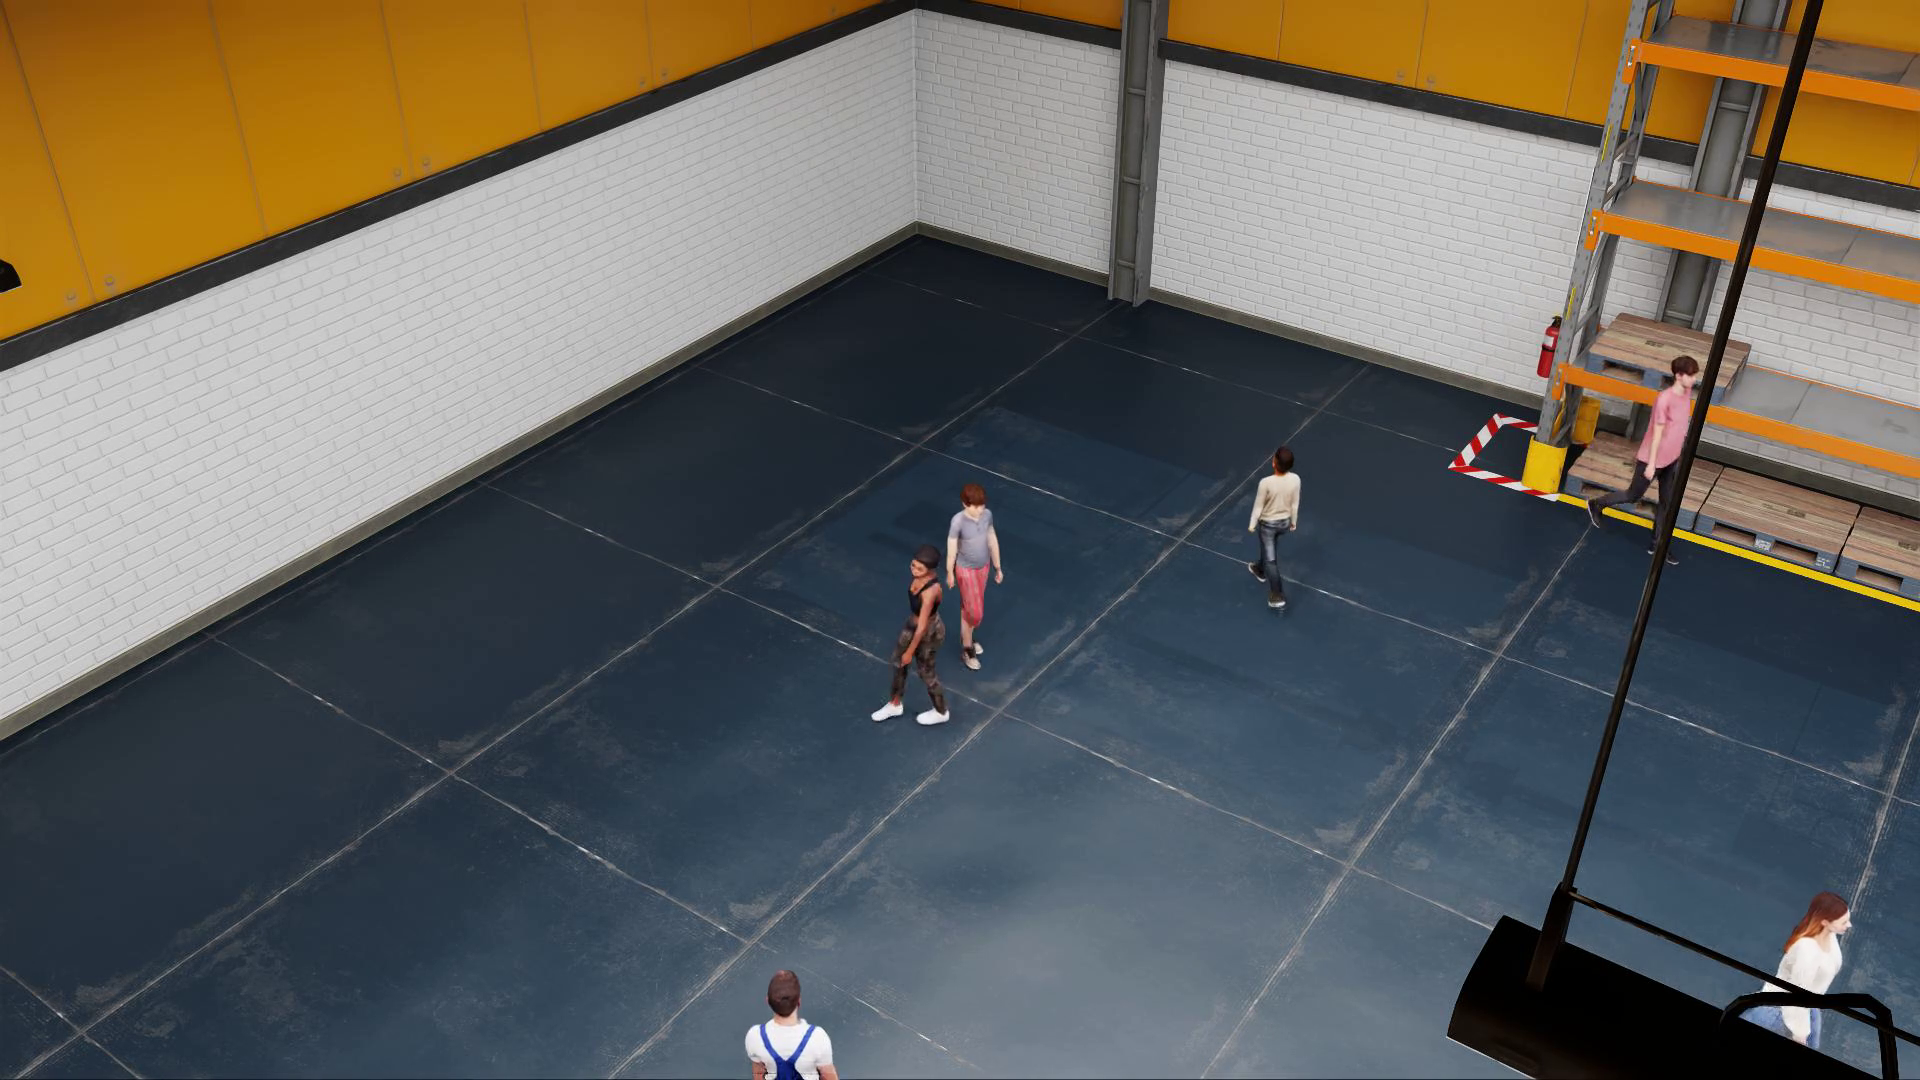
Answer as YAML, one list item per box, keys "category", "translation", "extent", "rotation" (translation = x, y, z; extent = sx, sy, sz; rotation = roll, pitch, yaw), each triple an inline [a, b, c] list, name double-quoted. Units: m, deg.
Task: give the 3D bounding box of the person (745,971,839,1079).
- category: "person"
  translation: [-0.891, 3.098, 8.966]
  extent: [1.192, 1.828, 1.050]
  rotation: [4, 34, 6]

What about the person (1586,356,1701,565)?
- category: "person"
  translation: [6.086, -0.766, 14.688]
  extent: [0.903, 1.928, 1.262]
  rotation: [-22, 39, -29]

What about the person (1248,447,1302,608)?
- category: "person"
  translation: [2.689, -0.097, 14.118]
  extent: [0.915, 1.446, 1.049]
  rotation: [-11, 35, -16]

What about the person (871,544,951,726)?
- category: "person"
  translation: [-0.185, 0.743, 12.651]
  extent: [0.942, 1.672, 0.884]
  rotation: [-3, 34, -5]

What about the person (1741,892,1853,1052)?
- category: "person"
  translation: [4.777, 2.679, 9.766]
  extent: [1.125, 1.641, 0.748]
  rotation: [27, 42, 34]

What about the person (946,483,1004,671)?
- category: "person"
  translation: [0.050, 0.203, 13.496]
  extent: [0.689, 1.635, 0.767]
  rotation: [-23, 40, -30]
